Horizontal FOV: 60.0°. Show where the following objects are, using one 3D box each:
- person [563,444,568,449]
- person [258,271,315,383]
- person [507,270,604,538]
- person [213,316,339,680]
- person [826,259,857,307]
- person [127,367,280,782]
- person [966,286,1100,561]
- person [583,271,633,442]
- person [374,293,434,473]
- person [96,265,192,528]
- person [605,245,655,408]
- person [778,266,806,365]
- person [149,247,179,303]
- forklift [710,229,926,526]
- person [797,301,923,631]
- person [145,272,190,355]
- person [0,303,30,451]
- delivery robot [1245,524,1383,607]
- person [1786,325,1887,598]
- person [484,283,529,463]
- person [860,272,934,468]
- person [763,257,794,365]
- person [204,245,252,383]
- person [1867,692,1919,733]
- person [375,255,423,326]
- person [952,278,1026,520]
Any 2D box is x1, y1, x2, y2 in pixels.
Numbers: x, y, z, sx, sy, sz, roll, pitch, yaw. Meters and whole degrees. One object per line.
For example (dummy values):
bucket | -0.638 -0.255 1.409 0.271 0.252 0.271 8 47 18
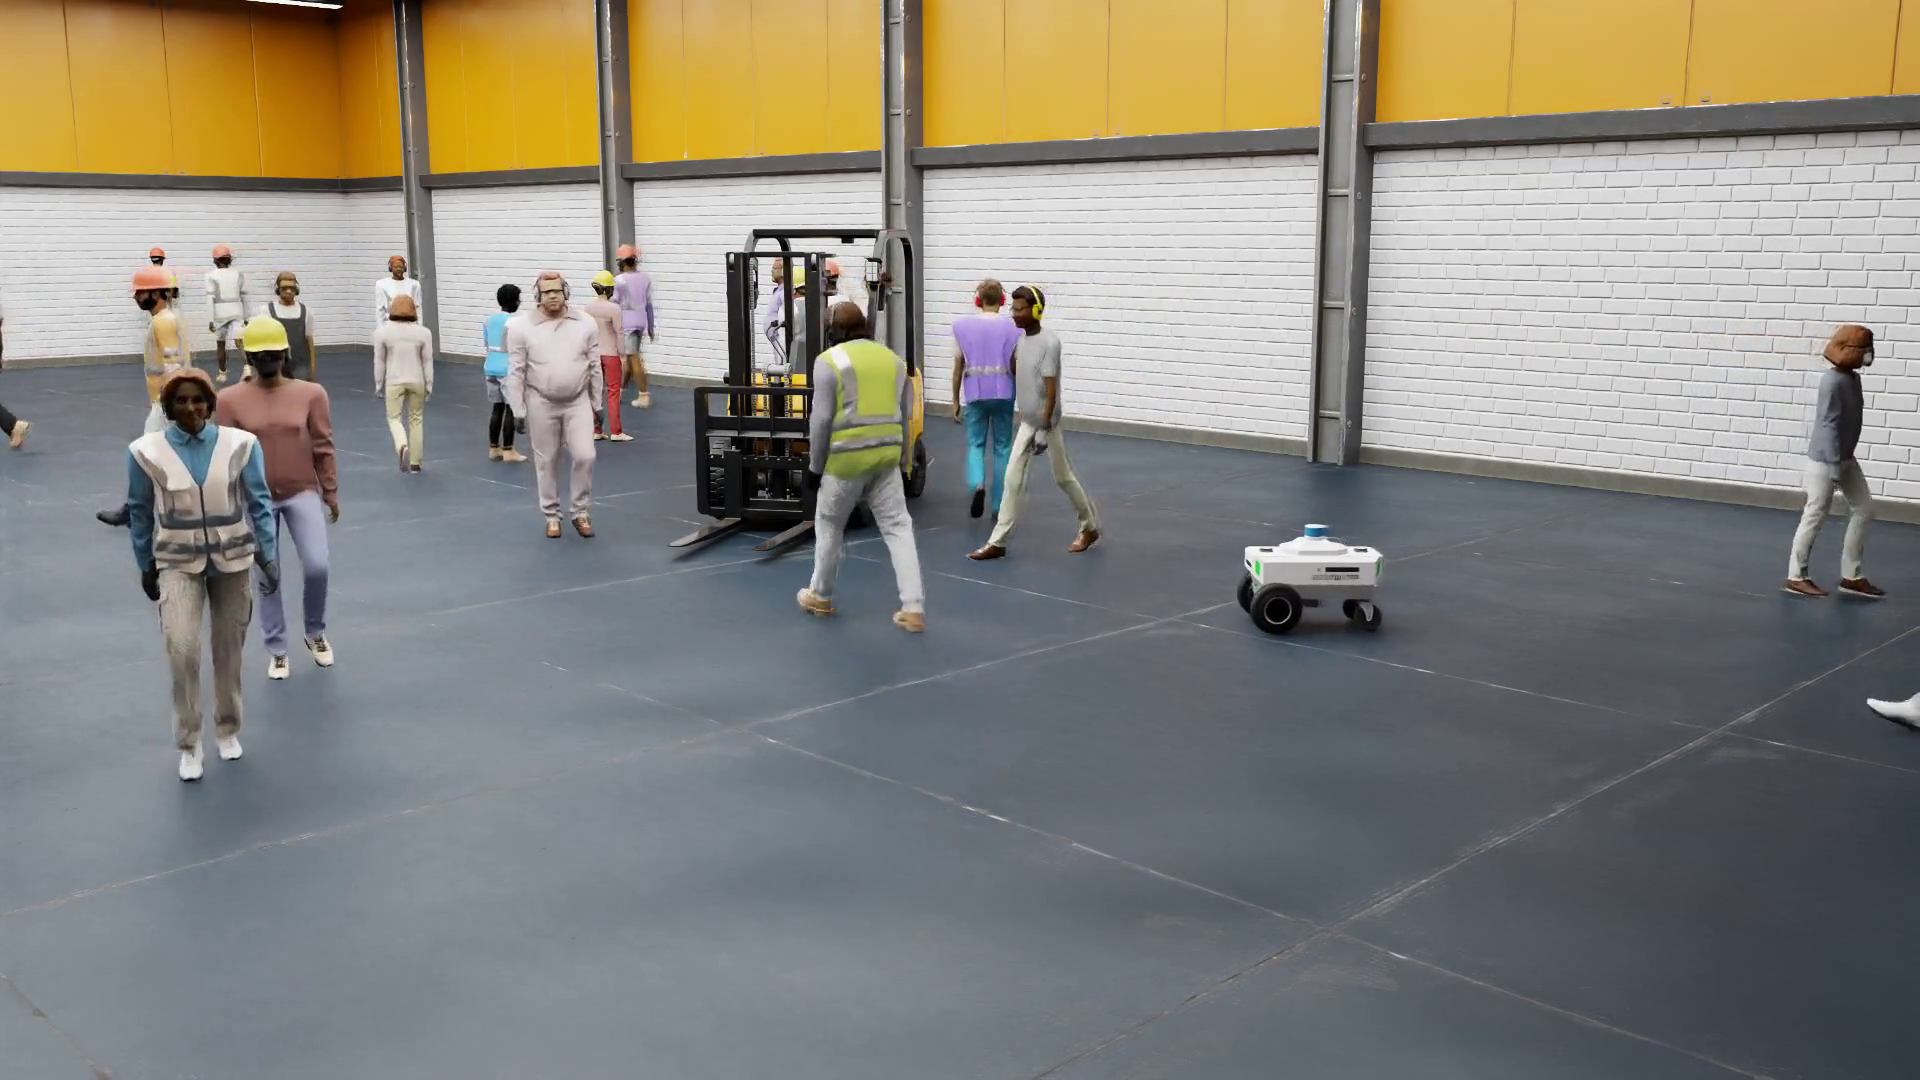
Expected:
person | -4.053 -1.736 16.601 0.540 1.676 0.686 -9 14 -41
person | -6.343 -1.635 15.715 0.508 1.813 0.908 -6 12 -28
person | -2.821 -0.934 11.665 0.673 1.884 0.587 -4 11 -21
person | -3.268 -0.193 7.979 0.542 1.755 0.376 -4 11 -23
person | -1.209 -1.859 16.686 0.544 1.901 0.858 -9 14 -42
person | -2.979 0.132 6.597 0.518 1.615 0.635 -6 12 -29
person | 0.546 -0.768 11.029 1.030 1.808 0.543 -7 12 -33
person | -3.662 -1.897 17.237 0.524 1.769 0.308 6 12 28
person | -4.922 -1.372 14.774 0.505 1.616 0.573 -5 11 -23
person | -5.905 -1.029 12.117 0.912 1.902 0.578 -4 11 -20
person | -4.203 -2.658 20.737 0.983 2.000 0.635 8 13 35
person | -1.528 -1.693 15.936 0.403 1.837 0.590 10 14 42
person | -13.164 -3.845 27.422 0.542 1.928 0.374 -4 11 -23
forklift | -1.050 -1.319 12.920 1.214 2.155 2.313 2 11 13
person | -0.579 -0.405 9.128 0.637 1.765 0.981 -8 13 -39
person | -8.599 -2.036 18.096 0.391 1.728 0.513 4 11 19
person | -9.594 -1.861 16.293 0.875 2.000 0.689 0 10 2
delivery robot | 1.928 0.158 9.080 0.707 0.478 0.477 0 10 0
person | 5.205 -0.441 9.718 0.525 1.611 0.633 -10 14 -43
person | -4.257 -1.563 15.651 0.546 1.684 0.366 9 13 39
person | -0.700 -1.436 14.602 1.001 1.808 0.529 3 11 13
person | -1.904 -2.088 17.885 0.409 1.913 0.642 -2 11 -11
person | -10.473 -3.223 23.849 0.618 2.006 1.027 -9 14 -42
person | 4.339 -0.016 6.739 1.016 1.873 0.633 9 14 41
person | -7.189 -2.713 21.364 0.584 1.883 0.337 -6 12 -30
person | 0.224 -1.028 12.340 0.582 1.821 0.556 1 10 4
